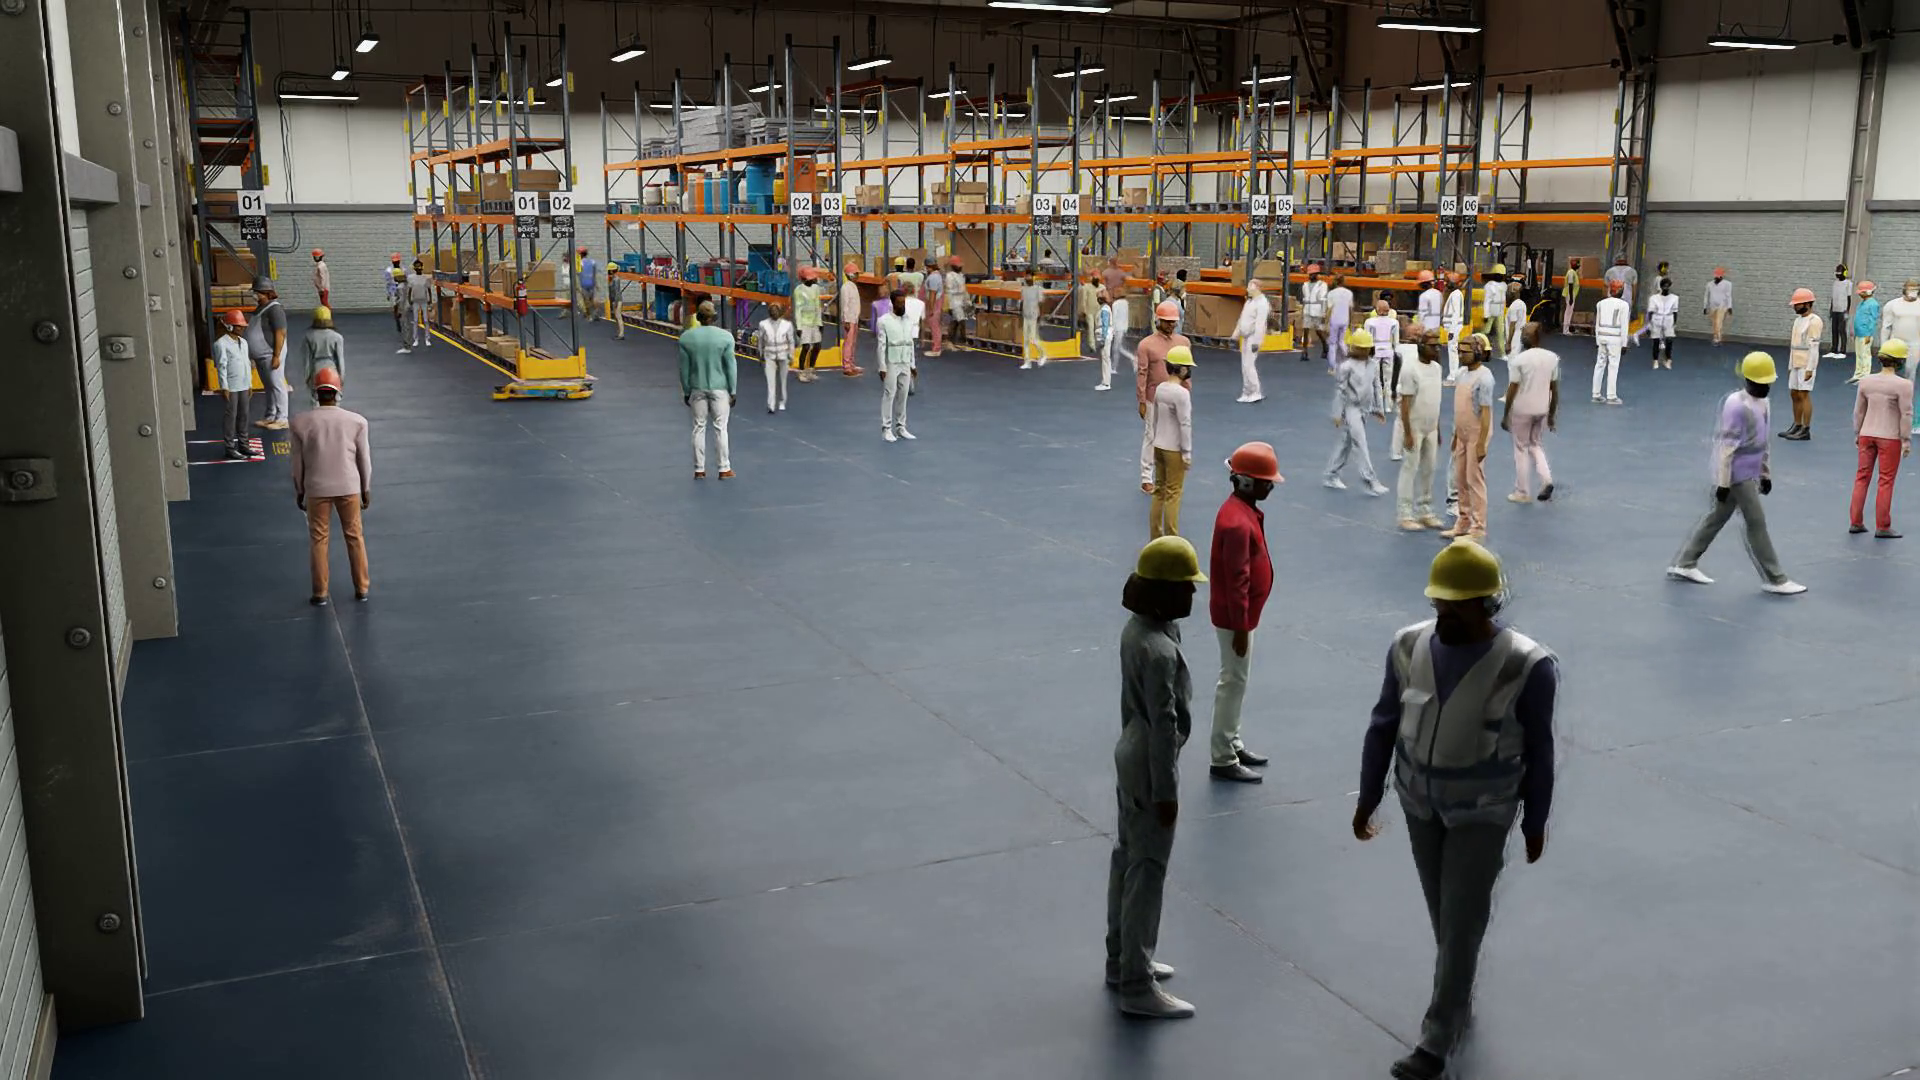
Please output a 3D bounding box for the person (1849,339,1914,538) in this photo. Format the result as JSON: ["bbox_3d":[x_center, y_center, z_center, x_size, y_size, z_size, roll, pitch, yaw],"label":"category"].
[{"bbox_3d":[8.226,-0.902,14.819,0.315,1.767,0.535,-5,12,-25],"label":"person"}]

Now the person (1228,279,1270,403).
[{"bbox_3d":[4.426,-3.030,25.360,0.495,1.882,0.700,-2,11,-9],"label":"person"}]

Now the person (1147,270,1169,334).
[{"bbox_3d":[3.637,-4.040,30.605,0.386,1.833,0.561,3,12,15],"label":"person"}]

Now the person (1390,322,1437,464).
[{"bbox_3d":[5.236,-1.703,19.217,0.554,1.633,0.318,8,14,37],"label":"person"}]

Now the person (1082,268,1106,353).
[{"bbox_3d":[2.782,-4.729,34.326,0.572,1.736,0.368,-3,12,-17],"label":"person"}]

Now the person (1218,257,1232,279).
[{"bbox_3d":[7.612,-7.282,47.574,0.498,1.634,0.278,1,11,6],"label":"person"}]

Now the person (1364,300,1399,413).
[{"bbox_3d":[6.080,-2.642,24.027,0.527,1.626,0.328,0,11,-1],"label":"person"}]

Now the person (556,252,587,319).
[{"bbox_3d":[-10.641,-6.960,45.459,0.570,1.820,0.838,11,15,44],"label":"person"}]

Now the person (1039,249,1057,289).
[{"bbox_3d":[2.589,-7.763,49.607,0.586,1.811,0.997,-2,11,-10],"label":"person"}]

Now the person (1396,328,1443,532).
[{"bbox_3d":[4.186,-0.999,15.114,0.523,1.843,0.330,-7,13,-33],"label":"person"}]

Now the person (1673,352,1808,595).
[{"bbox_3d":[5.977,-0.515,12.662,1.008,1.847,0.627,9,15,40],"label":"person"}]

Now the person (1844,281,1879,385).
[{"bbox_3d":[15.189,-3.482,27.979,0.335,1.743,0.561,1,11,6],"label":"person"}]

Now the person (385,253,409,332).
[{"bbox_3d":[-13.691,-6.032,40.499,0.550,1.921,0.622,-4,12,-22],"label":"person"}]

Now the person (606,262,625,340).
[{"bbox_3d":[-7.854,-5.426,37.839,0.349,1.758,0.522,-4,12,-19],"label":"person"}]

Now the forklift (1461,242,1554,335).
[{"bbox_3d":[13.047,-6.049,39.881,2.313,2.155,1.214,-5,12,-23],"label":"forklift"}]

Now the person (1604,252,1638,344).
[{"bbox_3d":[14.603,-5.360,36.771,0.677,2.000,0.535,6,13,27],"label":"person"}]

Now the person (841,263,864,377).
[{"bbox_3d":[-1.916,-3.878,29.347,0.374,1.995,0.622,2,11,12],"label":"person"}]

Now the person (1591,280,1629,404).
[{"bbox_3d":[9.856,-2.995,25.186,0.355,1.876,0.574,-6,12,-27],"label":"person"}]

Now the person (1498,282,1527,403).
[{"bbox_3d":[8.459,-3.016,25.394,0.339,1.839,0.505,7,13,30],"label":"person"}]

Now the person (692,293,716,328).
[{"bbox_3d":[-3.839,-2.865,24.983,0.395,1.684,0.554,4,12,21],"label":"person"}]

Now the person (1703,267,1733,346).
[{"bbox_3d":[16.427,-5.059,36.102,0.841,1.696,0.647,-8,14,-36],"label":"person"}]

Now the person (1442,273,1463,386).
[{"bbox_3d":[8.229,-3.516,27.800,0.340,1.882,0.586,3,12,16],"label":"person"}]

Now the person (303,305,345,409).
[{"bbox_3d":[-7.946,-2.063,20.802,0.496,1.725,0.619,-3,11,-14],"label":"person"}]

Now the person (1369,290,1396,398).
[{"bbox_3d":[6.563,-3.035,25.831,0.530,1.696,0.322,-7,13,-32],"label":"person"}]

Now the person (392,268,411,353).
[{"bbox_3d":[-11.545,-4.736,34.364,0.299,1.743,0.486,-3,11,-13],"label":"person"}]

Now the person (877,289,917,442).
[{"bbox_3d":[-0.807,-2.216,21.105,0.597,1.917,0.374,-11,15,-43],"label":"person"}]

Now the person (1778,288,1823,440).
[{"bbox_3d":[10.706,-2.234,21.188,0.391,1.924,0.552,0,11,1],"label":"person"}]

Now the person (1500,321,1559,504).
[{"bbox_3d":[5.638,-1.241,16.393,0.501,1.823,0.468,-4,12,-18],"label":"person"}]

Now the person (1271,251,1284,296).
[{"bbox_3d":[8.903,-7.144,46.407,0.588,1.824,0.404,10,15,41],"label":"person"}]

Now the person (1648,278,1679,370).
[{"bbox_3d":[12.904,-3.927,30.535,0.543,1.637,0.614,3,11,14],"label":"person"}]

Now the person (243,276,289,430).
[{"bbox_3d":[-9.282,-2.498,22.224,0.536,2.000,0.674,-9,15,-40],"label":"person"}]

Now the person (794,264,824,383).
[{"bbox_3d":[-2.548,-3.683,28.341,0.435,2.011,0.654,8,14,35],"label":"person"}]

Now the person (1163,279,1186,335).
[{"bbox_3d":[3.079,-2.825,24.206,0.391,1.925,0.624,-1,11,-3],"label":"person"}]

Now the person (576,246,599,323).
[{"bbox_3d":[-9.784,-6.676,43.515,0.642,2.013,0.498,-9,14,-38],"label":"person"}]

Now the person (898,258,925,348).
[{"bbox_3d":[-1.042,-5.073,35.623,0.587,1.920,0.392,-3,11,-14],"label":"person"}]

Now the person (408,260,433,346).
[{"bbox_3d":[-11.708,-5.135,36.064,0.508,1.872,0.329,-3,12,-15],"label":"person"}]

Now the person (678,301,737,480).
[{"bbox_3d":[-2.707,-1.606,17.953,0.630,1.940,0.372,1,11,6],"label":"person"}]

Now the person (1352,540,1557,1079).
[{"bbox_3d":[1.596,0.899,5.574,0.855,1.794,0.601,-10,15,-43],"label":"person"}]
